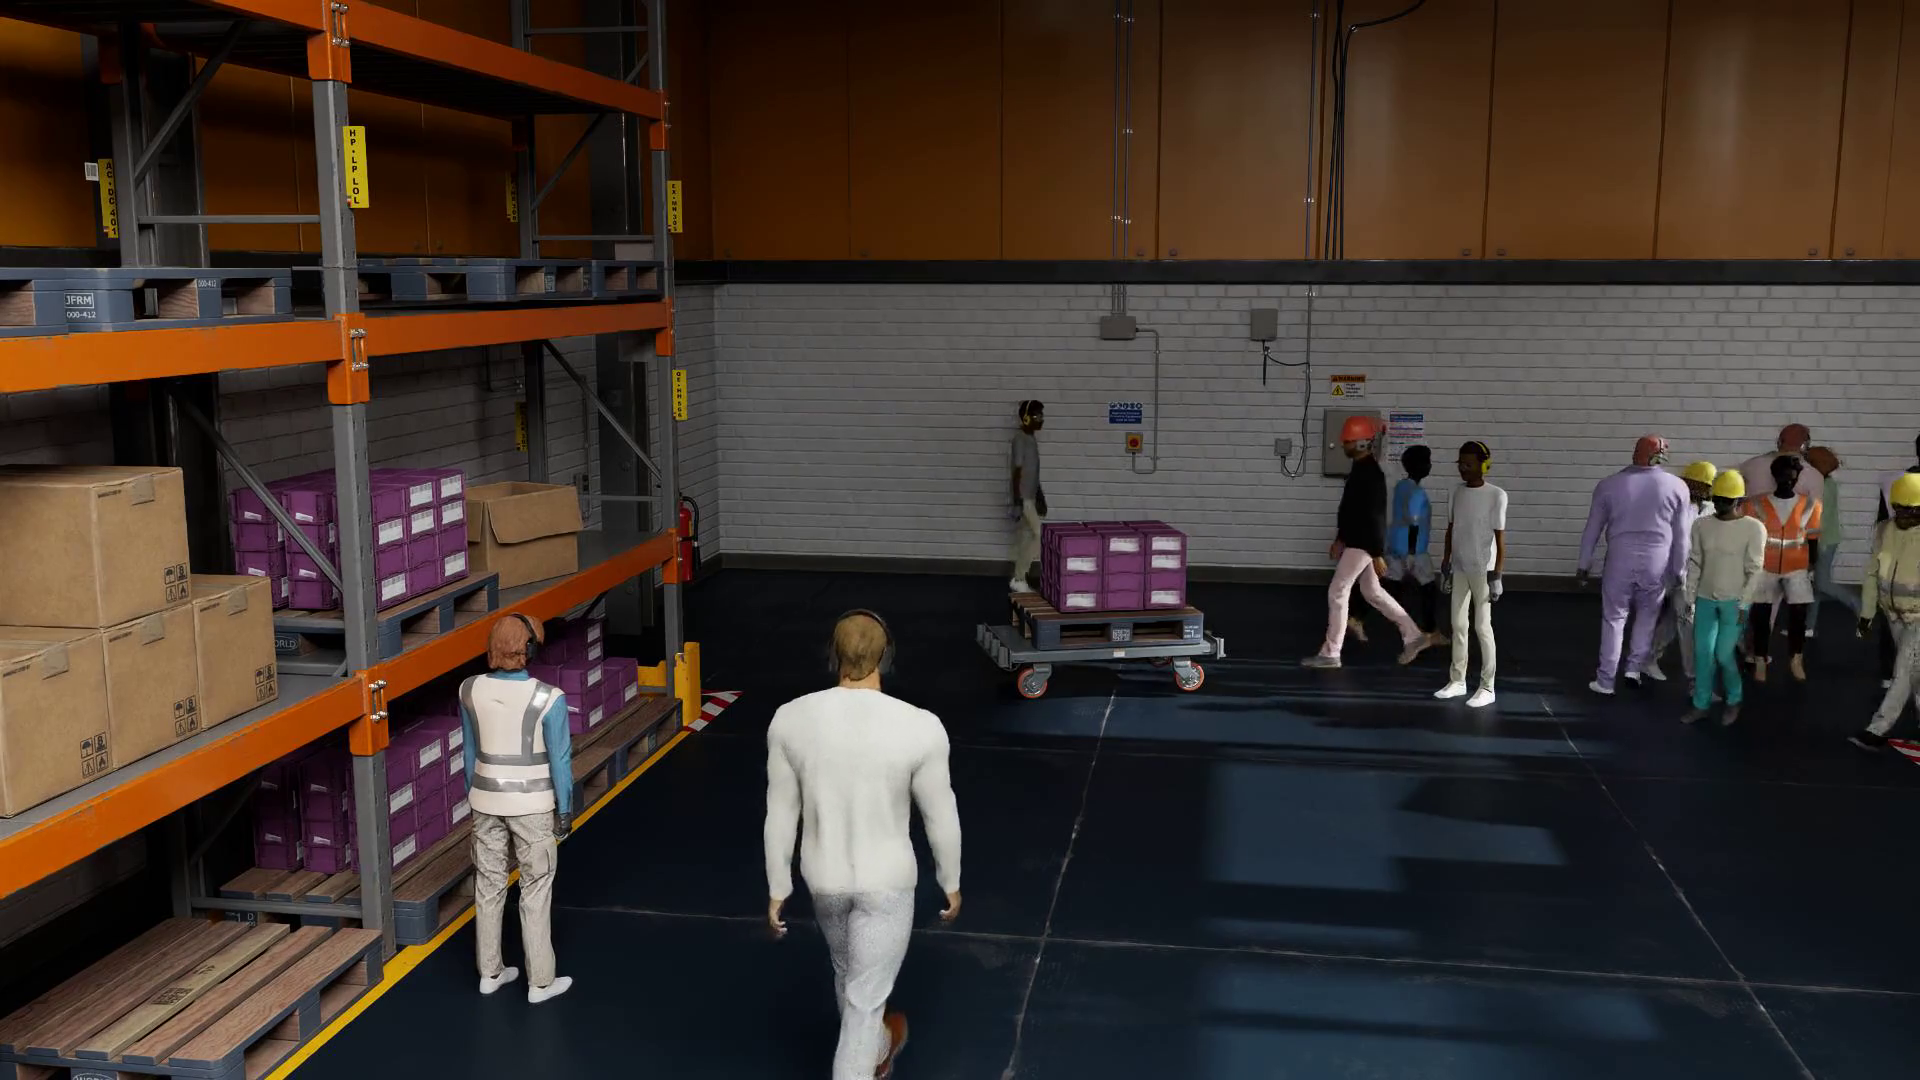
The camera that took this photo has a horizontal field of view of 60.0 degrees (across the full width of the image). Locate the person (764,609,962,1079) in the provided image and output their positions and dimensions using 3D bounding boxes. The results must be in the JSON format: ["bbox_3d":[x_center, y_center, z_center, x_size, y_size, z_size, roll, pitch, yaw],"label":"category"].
[{"bbox_3d":[-0.309,1.163,5.792,0.655,1.882,1.004,3,10,16],"label":"person"}]

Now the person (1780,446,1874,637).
[{"bbox_3d":[7.153,0.035,13.634,0.610,1.606,0.518,4,10,24],"label":"person"}]

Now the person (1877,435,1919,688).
[{"bbox_3d":[7.071,0.125,12.235,0.994,1.865,0.612,-8,12,-42],"label":"person"}]

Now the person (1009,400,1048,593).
[{"bbox_3d":[0.655,-0.369,15.374,0.418,1.855,0.511,2,9,12],"label":"person"}]

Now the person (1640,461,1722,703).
[{"bbox_3d":[5.232,0.258,12.012,0.479,1.685,0.892,-4,10,-25],"label":"person"}]

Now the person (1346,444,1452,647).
[{"bbox_3d":[3.543,0.052,13.353,0.861,1.656,0.527,-1,9,-6],"label":"person"}]

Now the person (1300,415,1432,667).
[{"bbox_3d":[3.139,0.023,12.650,0.956,1.965,0.588,2,9,11],"label":"person"}]

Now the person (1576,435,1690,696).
[{"bbox_3d":[4.802,0.185,11.899,0.733,1.874,0.478,3,10,18],"label":"person"}]

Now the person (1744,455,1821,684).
[{"bbox_3d":[6.023,0.215,12.251,0.544,1.697,0.364,4,10,22],"label":"person"}]

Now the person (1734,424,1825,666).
[{"bbox_3d":[6.240,0.043,12.743,0.438,1.876,0.669,-7,11,-36],"label":"person"}]

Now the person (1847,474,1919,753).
[{"bbox_3d":[5.940,0.465,10.457,0.888,1.766,0.604,-3,10,-19],"label":"person"}]

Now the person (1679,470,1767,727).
[{"bbox_3d":[5.005,0.400,10.937,0.432,1.745,0.543,-6,11,-33],"label":"person"}]

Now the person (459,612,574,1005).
[{"bbox_3d":[-1.838,1.112,6.908,0.508,1.629,0.318,3,10,16],"label":"person"}]

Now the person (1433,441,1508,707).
[{"bbox_3d":[3.581,0.230,11.645,0.317,1.861,0.516,-6,11,-33],"label":"person"}]
